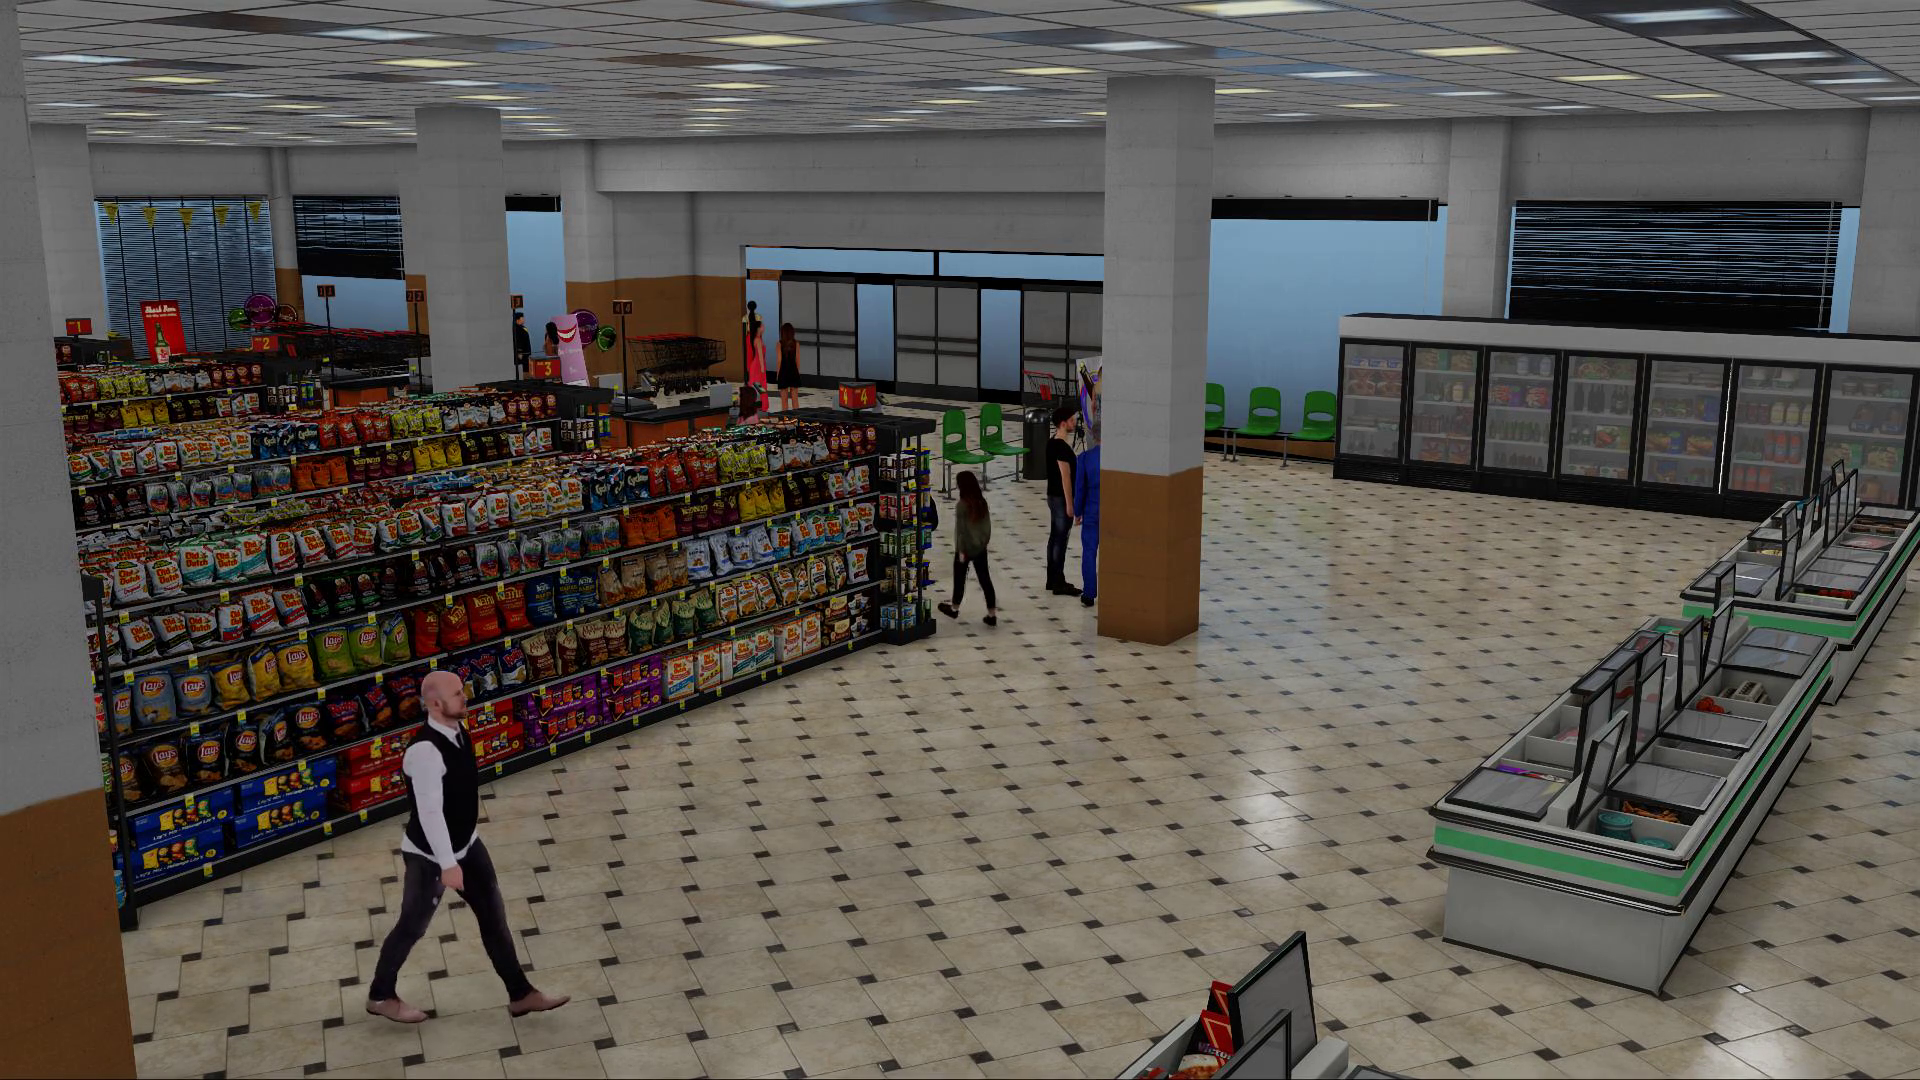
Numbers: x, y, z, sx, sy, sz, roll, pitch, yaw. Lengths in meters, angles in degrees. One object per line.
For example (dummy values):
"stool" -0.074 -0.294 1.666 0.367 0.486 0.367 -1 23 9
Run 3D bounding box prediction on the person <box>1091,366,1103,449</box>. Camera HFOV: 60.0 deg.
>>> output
"person" 1.956 -1.547 22.751 0.580 1.703 0.621 -9 15 -38

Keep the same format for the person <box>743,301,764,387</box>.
"person" -4.295 -4.076 34.541 0.633 1.793 0.737 -5 13 -23

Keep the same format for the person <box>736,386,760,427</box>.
"person" -2.461 -0.911 19.484 0.716 1.803 0.686 -4 12 -17

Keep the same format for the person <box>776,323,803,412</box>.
"person" -2.912 -2.765 28.212 0.626 1.834 0.723 -5 13 -22

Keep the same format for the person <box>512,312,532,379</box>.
"person" -8.693 -3.662 32.869 0.863 1.671 0.777 -1 12 -2

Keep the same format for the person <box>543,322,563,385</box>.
"person" -7.535 -3.217 30.819 0.784 1.645 0.641 2 12 7

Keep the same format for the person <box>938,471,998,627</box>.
"person" 0.152 0.113 15.506 0.930 1.440 0.790 -10 16 -40

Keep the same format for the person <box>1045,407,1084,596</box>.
"person" 1.021 -0.406 16.859 0.806 1.896 0.751 -2 12 -11

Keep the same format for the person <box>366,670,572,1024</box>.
"person" -2.564 1.525 7.990 1.180 1.772 1.277 1 12 4

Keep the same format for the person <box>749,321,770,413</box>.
"person" -3.641 -3.103 30.082 0.748 1.726 0.715 -4 13 -19

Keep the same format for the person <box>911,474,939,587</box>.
"person" -0.430 -0.167 17.254 0.659 1.266 0.613 -4 13 -20
